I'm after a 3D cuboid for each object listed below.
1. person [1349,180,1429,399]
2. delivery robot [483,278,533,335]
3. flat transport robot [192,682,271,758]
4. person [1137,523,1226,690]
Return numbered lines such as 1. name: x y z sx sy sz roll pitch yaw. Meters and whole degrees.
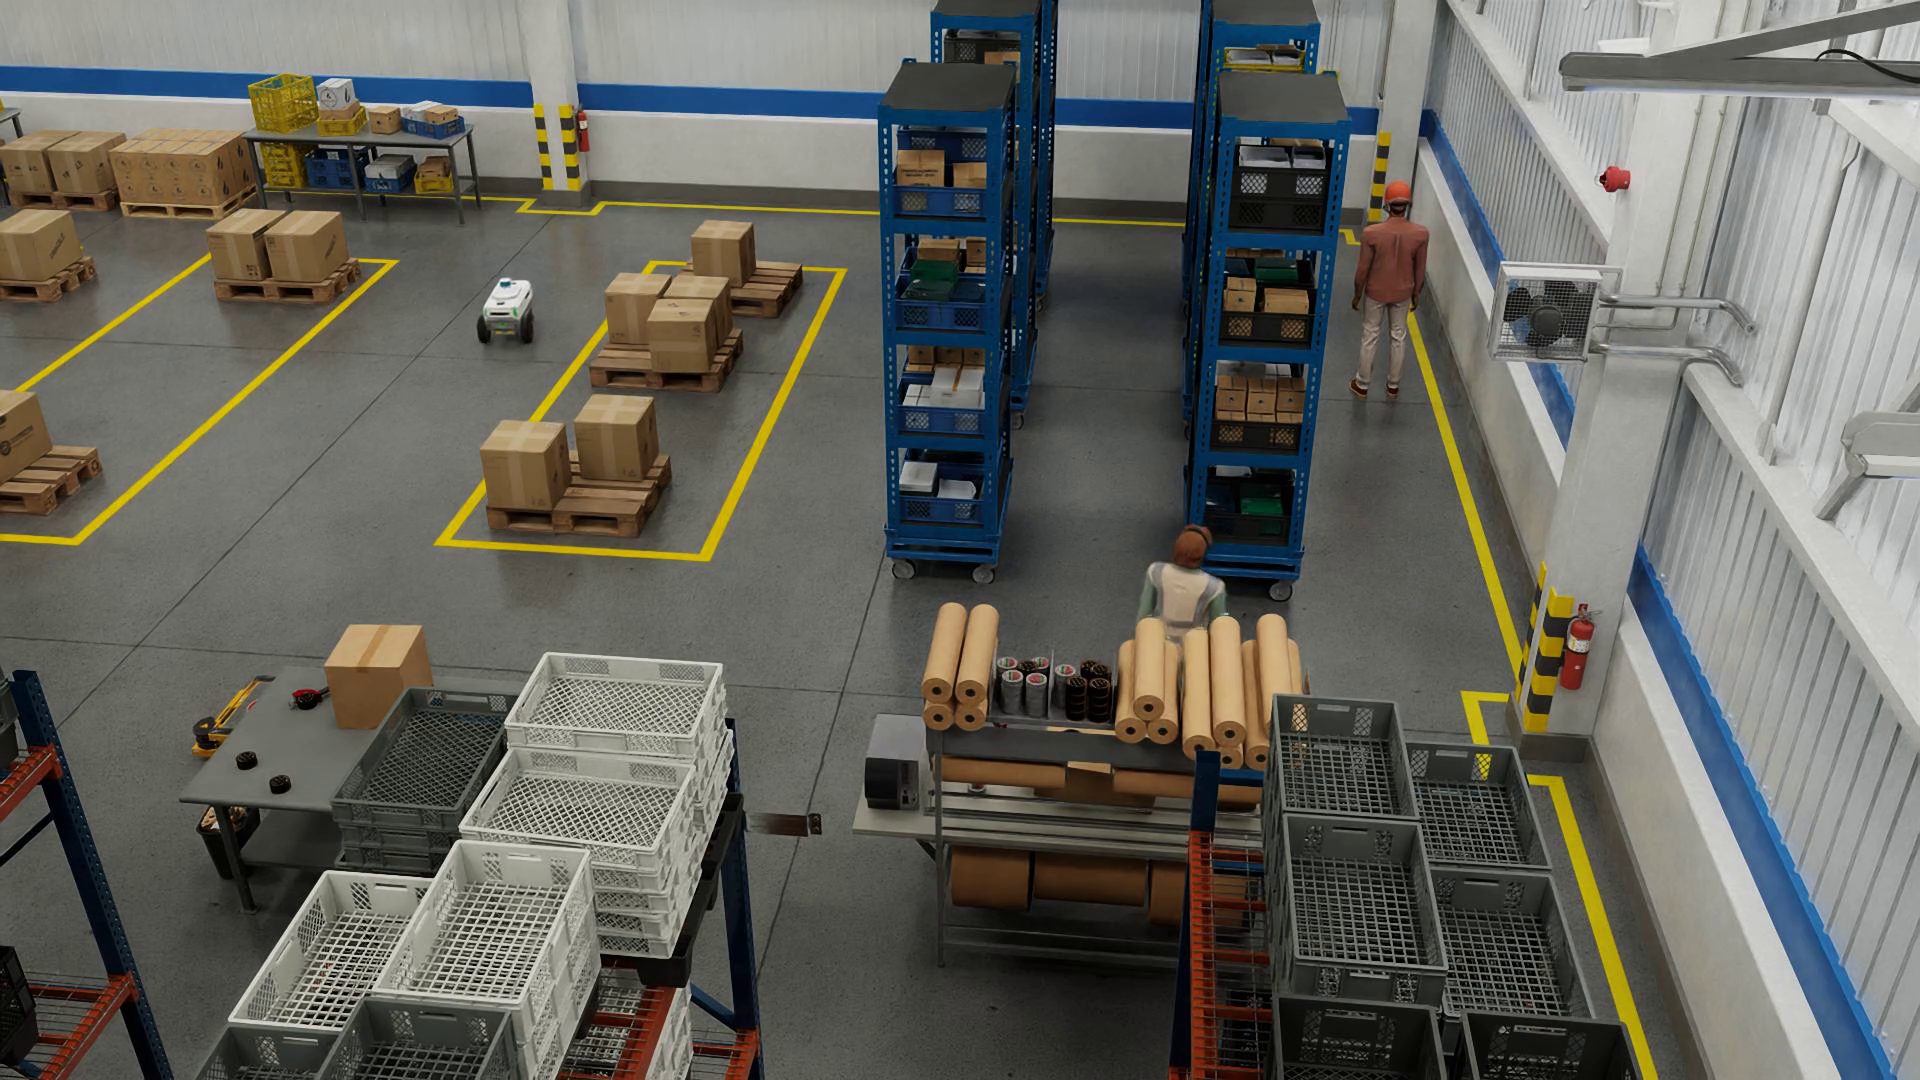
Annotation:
1. person: 3.784 -2.200 14.726 0.609 1.992 0.384 0 30 1
2. delivery robot: -4.419 -2.318 16.258 0.477 0.478 0.707 0 30 -1
3. flat transport robot: -4.089 1.163 10.648 1.431 0.197 0.652 3 30 6
4. person: 1.331 0.664 10.153 0.553 1.627 0.382 11 32 18
